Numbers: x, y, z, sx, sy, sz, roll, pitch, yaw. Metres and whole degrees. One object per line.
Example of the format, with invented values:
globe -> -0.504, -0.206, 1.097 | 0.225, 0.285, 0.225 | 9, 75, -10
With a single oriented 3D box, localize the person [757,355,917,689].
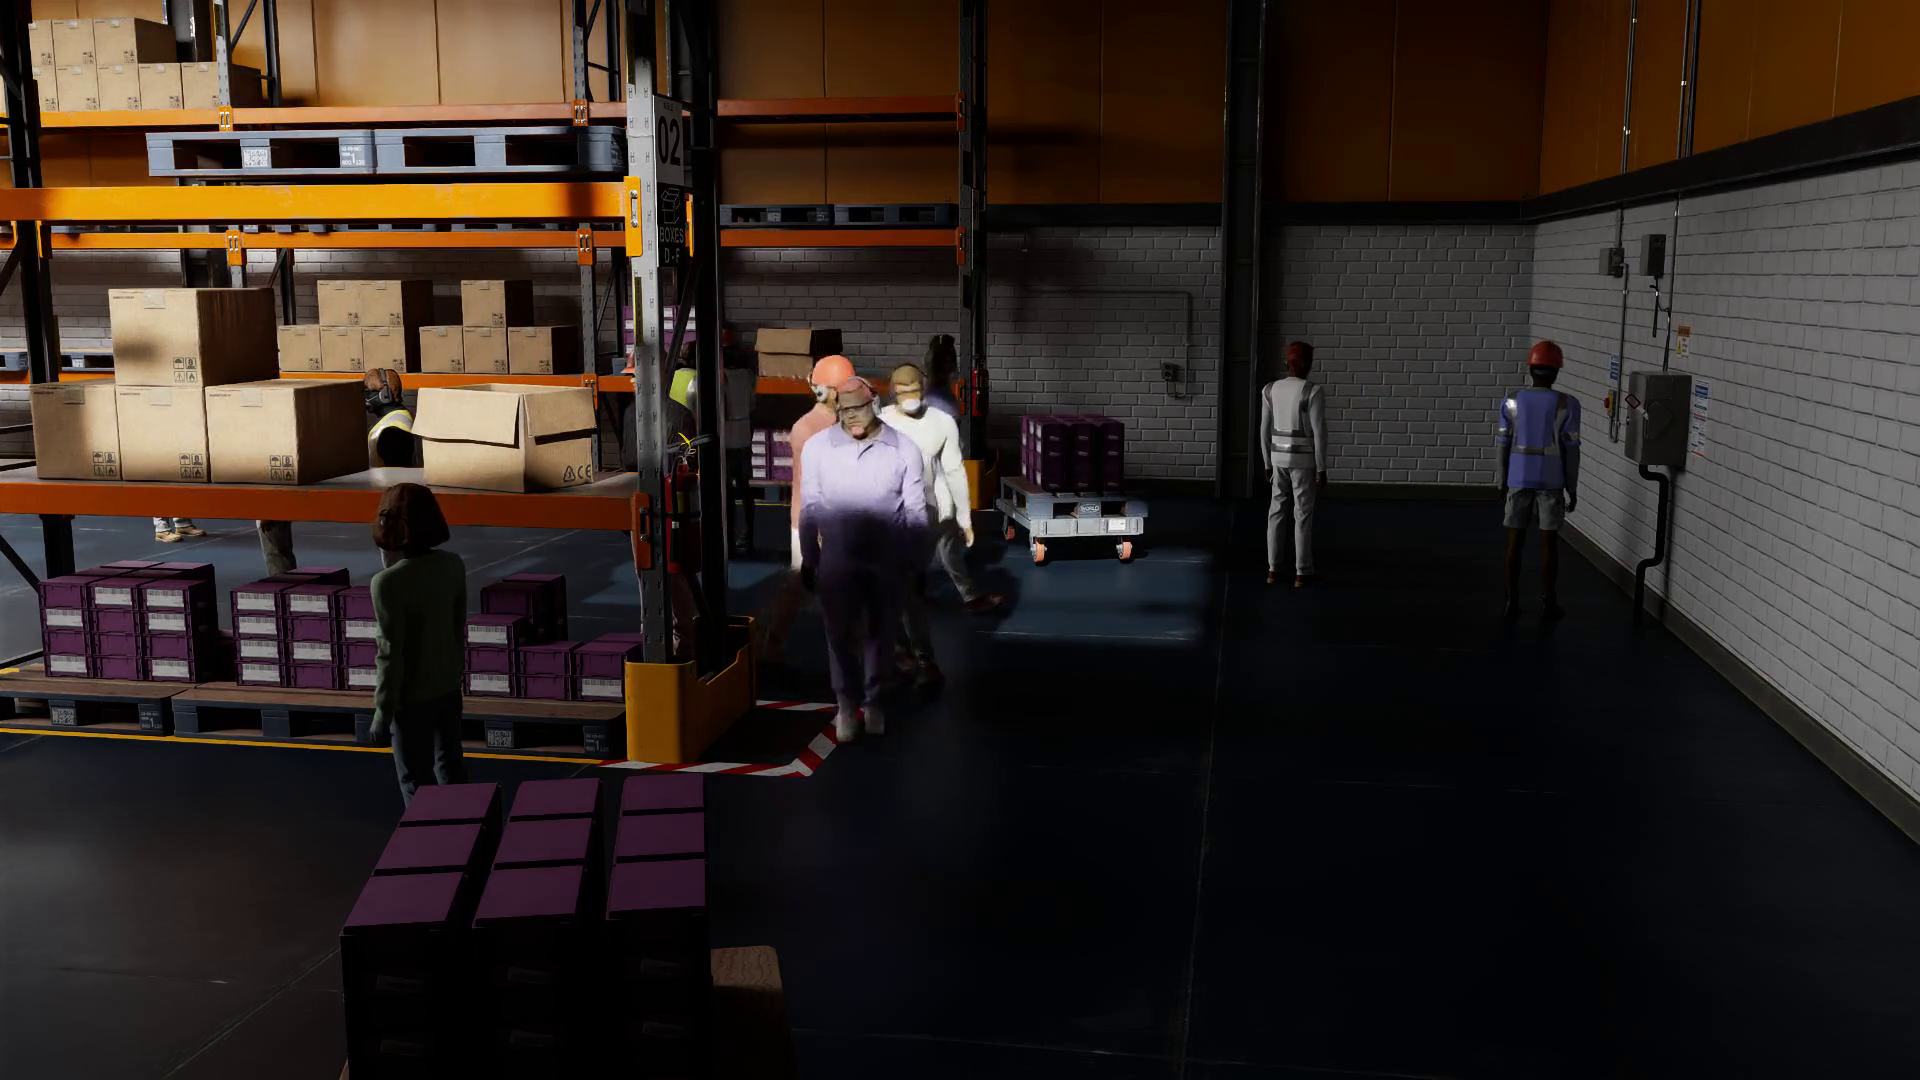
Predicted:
person -> -0.771, -0.090, 9.597 | 0.987, 1.945, 0.616 | 5, 11, 30

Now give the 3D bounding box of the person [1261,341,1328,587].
person -> 2.576, -0.583, 12.777 | 0.356, 1.887, 0.572 | -9, 13, -44

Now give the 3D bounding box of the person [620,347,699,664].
person -> -1.825, -0.184, 9.966 | 0.623, 1.993, 0.385 | 7, 12, 39

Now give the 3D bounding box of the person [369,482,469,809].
person -> -2.022, 0.596, 6.237 | 0.286, 1.636, 0.499 | 3, 10, 17

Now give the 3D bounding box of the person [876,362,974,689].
person -> -0.262, -0.091, 9.702 | 0.690, 1.884, 0.884 | -5, 10, -29

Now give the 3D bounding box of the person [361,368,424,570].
person -> -3.485, -0.138, 10.201 | 0.430, 1.835, 0.618 | -3, 10, -19

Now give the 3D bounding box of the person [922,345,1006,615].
person -> -0.093, -0.422, 11.780 | 0.925, 1.891, 0.652 | 3, 10, 20

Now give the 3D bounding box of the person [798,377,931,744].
person -> -0.484, 0.111, 8.484 | 0.679, 1.876, 0.632 | -1, 9, -4

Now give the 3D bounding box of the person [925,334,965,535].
person -> -0.166, -0.947, 15.150 | 0.429, 1.856, 0.515 | 0, 9, -1

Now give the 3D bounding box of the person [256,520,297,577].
person -> -4.546, -0.260, 10.938 | 0.404, 1.830, 0.603 | -3, 10, -18

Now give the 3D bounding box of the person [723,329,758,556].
person -> -1.971, -0.825, 14.143 | 0.371, 1.931, 0.543 | 6, 11, 35

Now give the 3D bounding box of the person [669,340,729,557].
person -> -2.229, -0.759, 14.022 | 0.624, 1.841, 0.430 | 9, 12, 43

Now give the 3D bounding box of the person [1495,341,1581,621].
person -> 4.010, -0.411, 11.550 | 0.569, 1.934, 0.377 | 5, 11, 29

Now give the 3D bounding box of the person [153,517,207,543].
person -> -7.079, -0.908, 14.939 | 0.429, 1.844, 0.627 | 2, 9, 13
